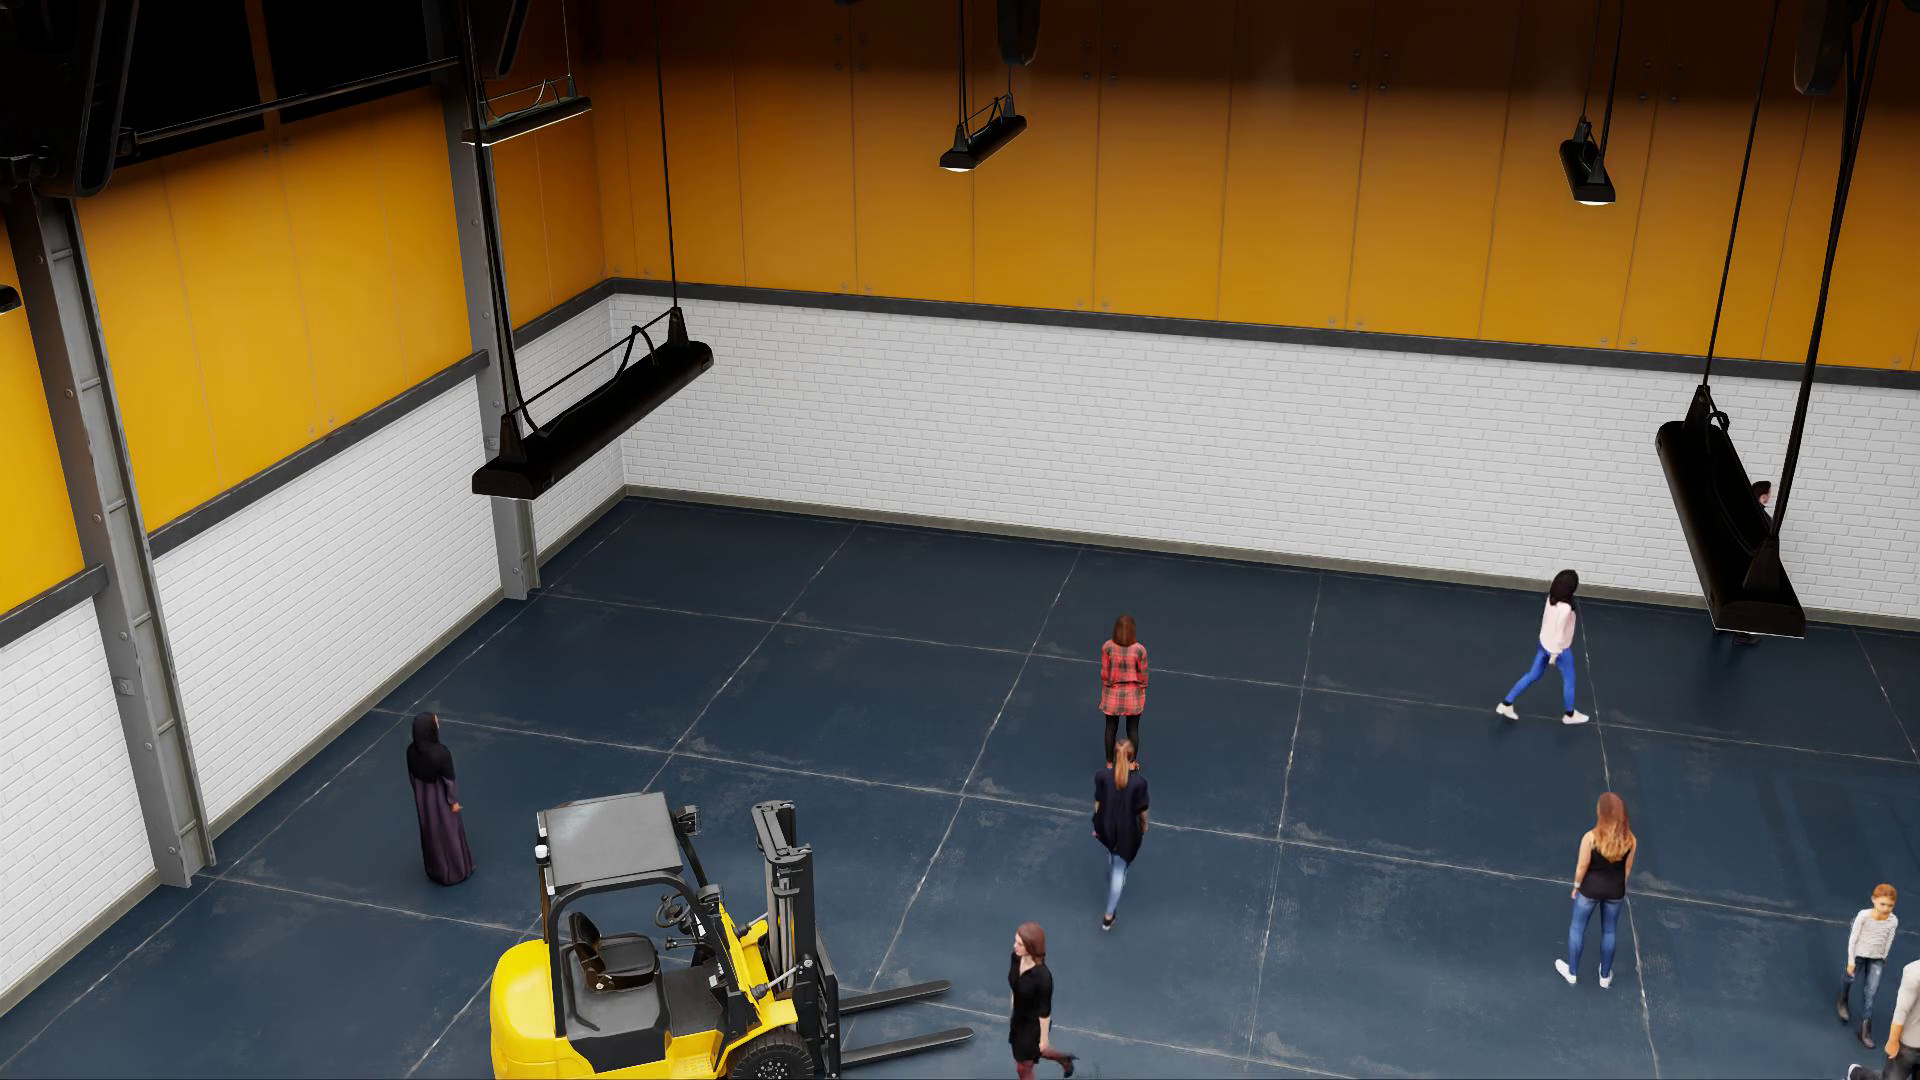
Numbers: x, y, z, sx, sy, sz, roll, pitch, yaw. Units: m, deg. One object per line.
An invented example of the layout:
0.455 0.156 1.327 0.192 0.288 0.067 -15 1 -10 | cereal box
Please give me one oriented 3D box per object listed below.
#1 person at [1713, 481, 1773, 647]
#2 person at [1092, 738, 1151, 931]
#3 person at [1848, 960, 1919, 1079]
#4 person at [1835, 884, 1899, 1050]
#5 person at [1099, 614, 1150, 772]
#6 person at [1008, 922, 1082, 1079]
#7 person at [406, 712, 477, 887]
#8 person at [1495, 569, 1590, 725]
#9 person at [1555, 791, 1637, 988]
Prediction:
8.770 0.230 18.520 0.841 1.915 0.733 -7 25 -17 | person
1.295 2.460 13.764 0.691 1.639 1.089 8 25 18 | person
6.534 3.387 11.449 0.909 1.795 1.092 -4 24 -10 | person
6.868 3.134 12.653 0.494 1.293 0.849 6 24 12 | person
1.563 1.481 15.924 0.600 1.703 0.534 6 24 13 | person
0.563 3.361 11.642 0.989 1.687 0.919 -14 27 -30 | person
-4.527 2.213 14.359 0.632 1.615 0.615 9 25 21 | person
5.885 1.100 16.766 0.958 1.726 1.195 -1 24 -3 | person
5.029 2.746 13.005 0.674 1.722 0.625 2 24 5 | person
